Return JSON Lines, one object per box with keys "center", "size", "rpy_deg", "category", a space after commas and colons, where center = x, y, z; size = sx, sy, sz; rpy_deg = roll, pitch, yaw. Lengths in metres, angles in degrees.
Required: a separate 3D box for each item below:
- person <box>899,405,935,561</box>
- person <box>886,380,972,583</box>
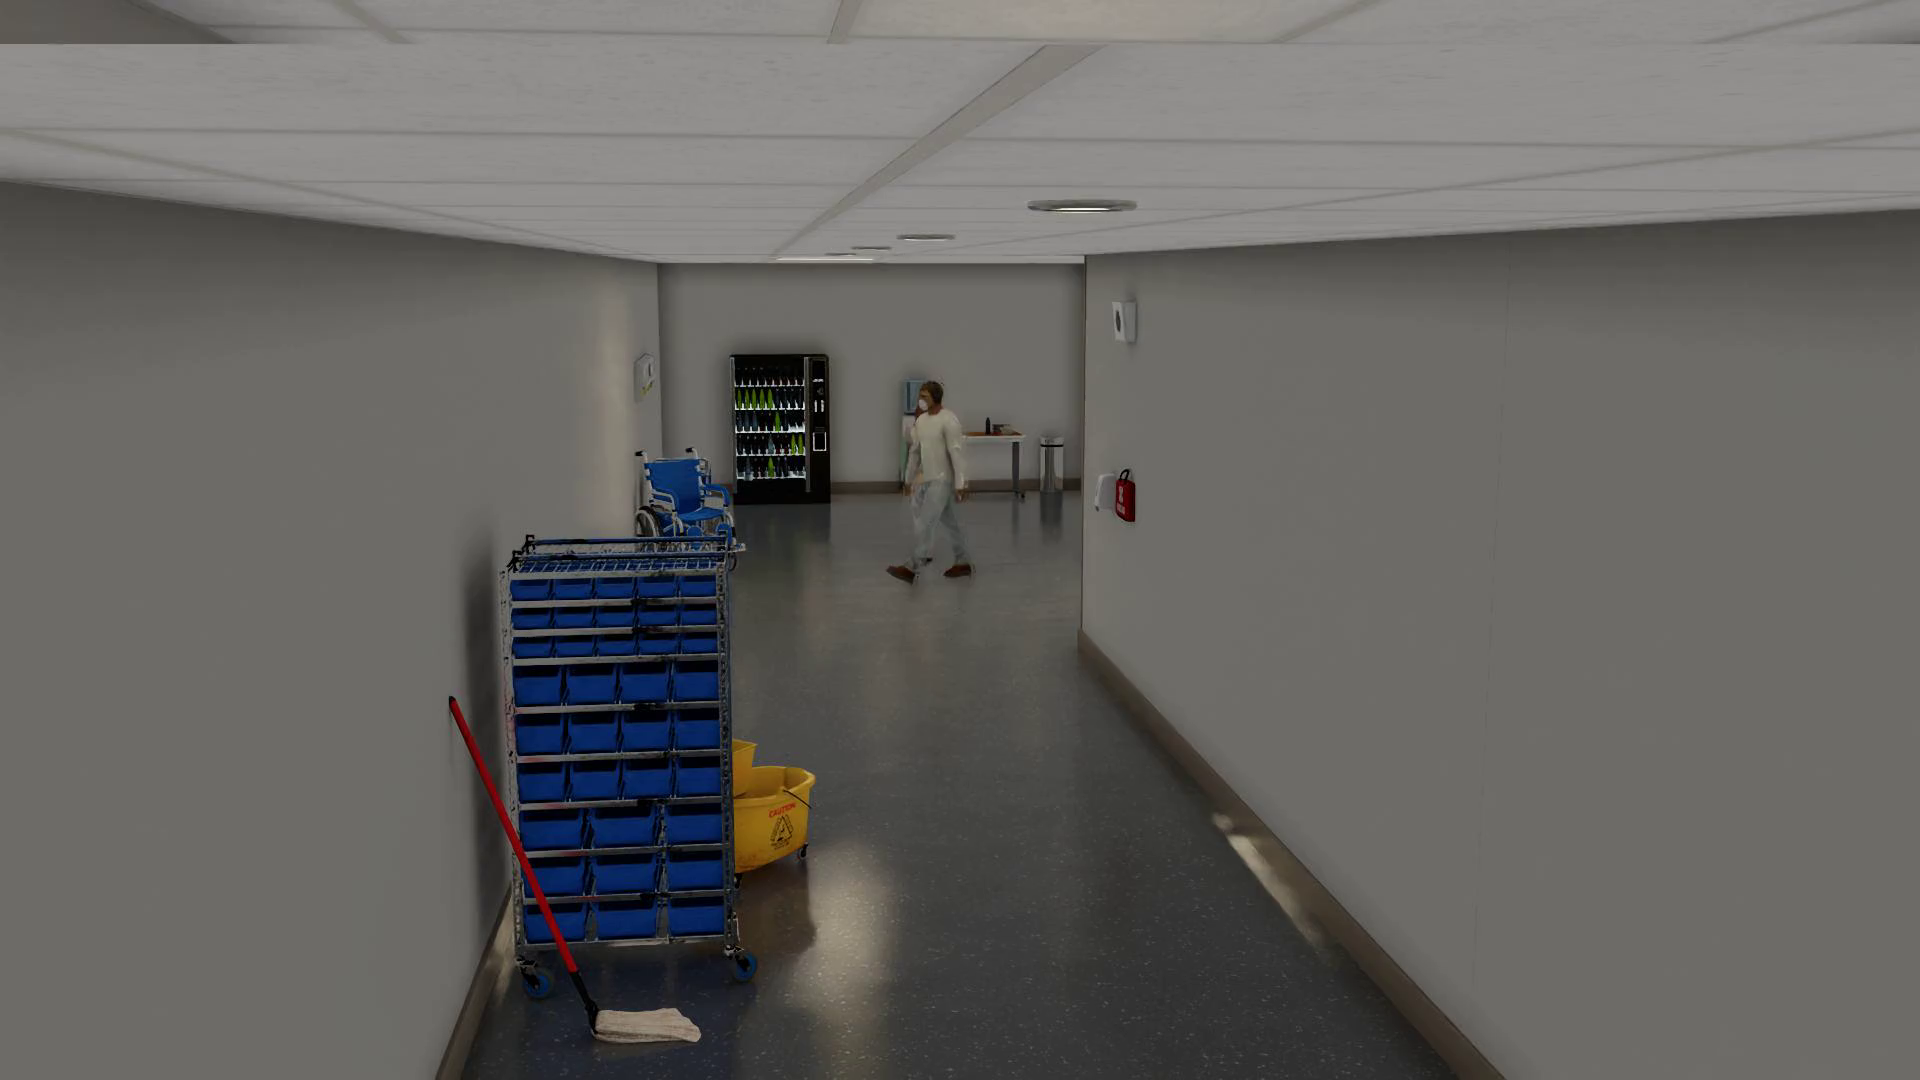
{"center": [-0.342, -0.609, 16.923], "size": [0.545, 1.588, 0.888], "rpy_deg": [1, 9, 6], "category": "person"}
{"center": [-0.277, -0.548, 15.609], "size": [1.010, 1.884, 0.652], "rpy_deg": [-5, 11, -30], "category": "person"}
